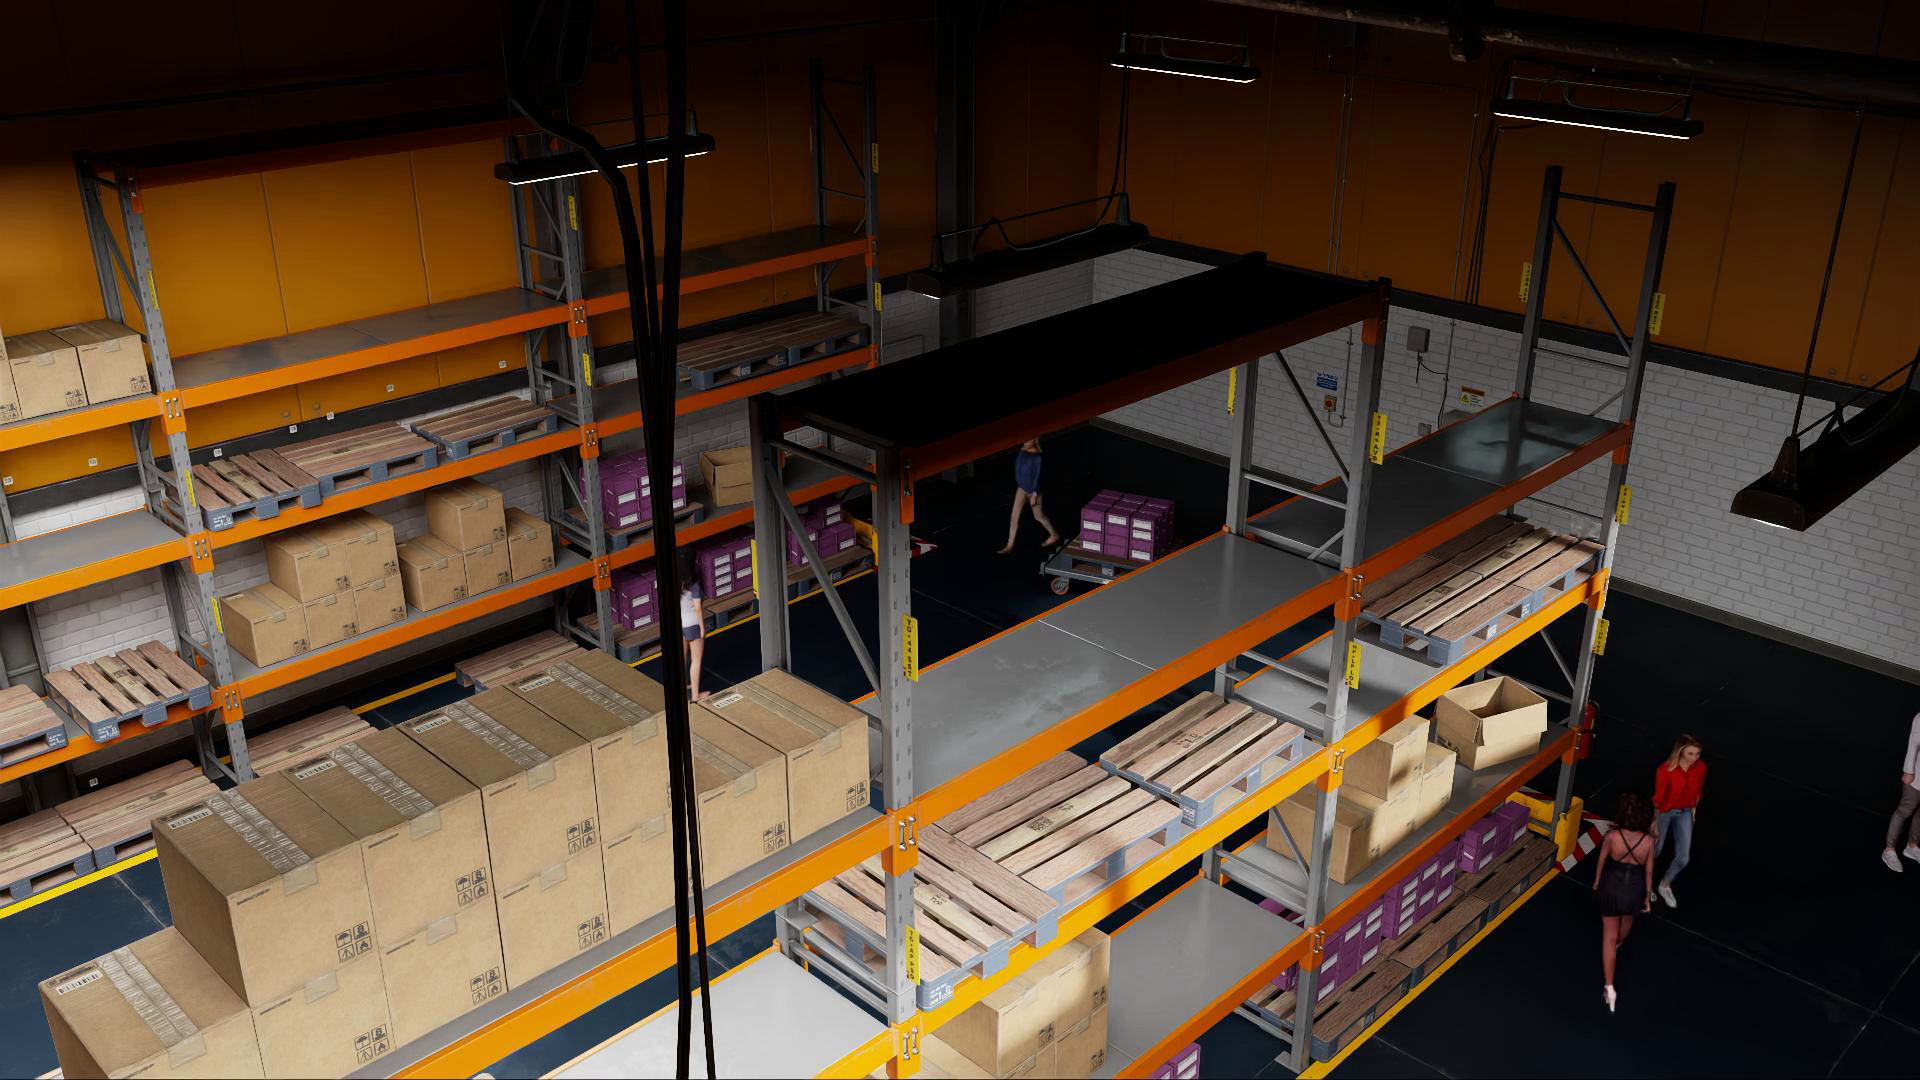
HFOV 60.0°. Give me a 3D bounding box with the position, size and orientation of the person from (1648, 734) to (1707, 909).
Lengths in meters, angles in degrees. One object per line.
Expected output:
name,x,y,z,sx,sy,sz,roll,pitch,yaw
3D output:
person,5.950,2.295,14.023,0.782,1.682,0.868,-3,24,-7

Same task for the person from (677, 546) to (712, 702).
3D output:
person,-2.826,0.854,17.290,0.589,1.706,0.521,19,30,37

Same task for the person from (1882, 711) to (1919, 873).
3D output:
person,8.420,2.011,14.474,0.699,1.840,0.812,-5,24,-11

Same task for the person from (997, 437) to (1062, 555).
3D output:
person,0.954,-0.597,20.667,1.183,1.660,0.820,-12,26,-26

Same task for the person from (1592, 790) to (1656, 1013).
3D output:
person,5.081,2.810,12.784,0.945,1.731,1.189,7,25,15
